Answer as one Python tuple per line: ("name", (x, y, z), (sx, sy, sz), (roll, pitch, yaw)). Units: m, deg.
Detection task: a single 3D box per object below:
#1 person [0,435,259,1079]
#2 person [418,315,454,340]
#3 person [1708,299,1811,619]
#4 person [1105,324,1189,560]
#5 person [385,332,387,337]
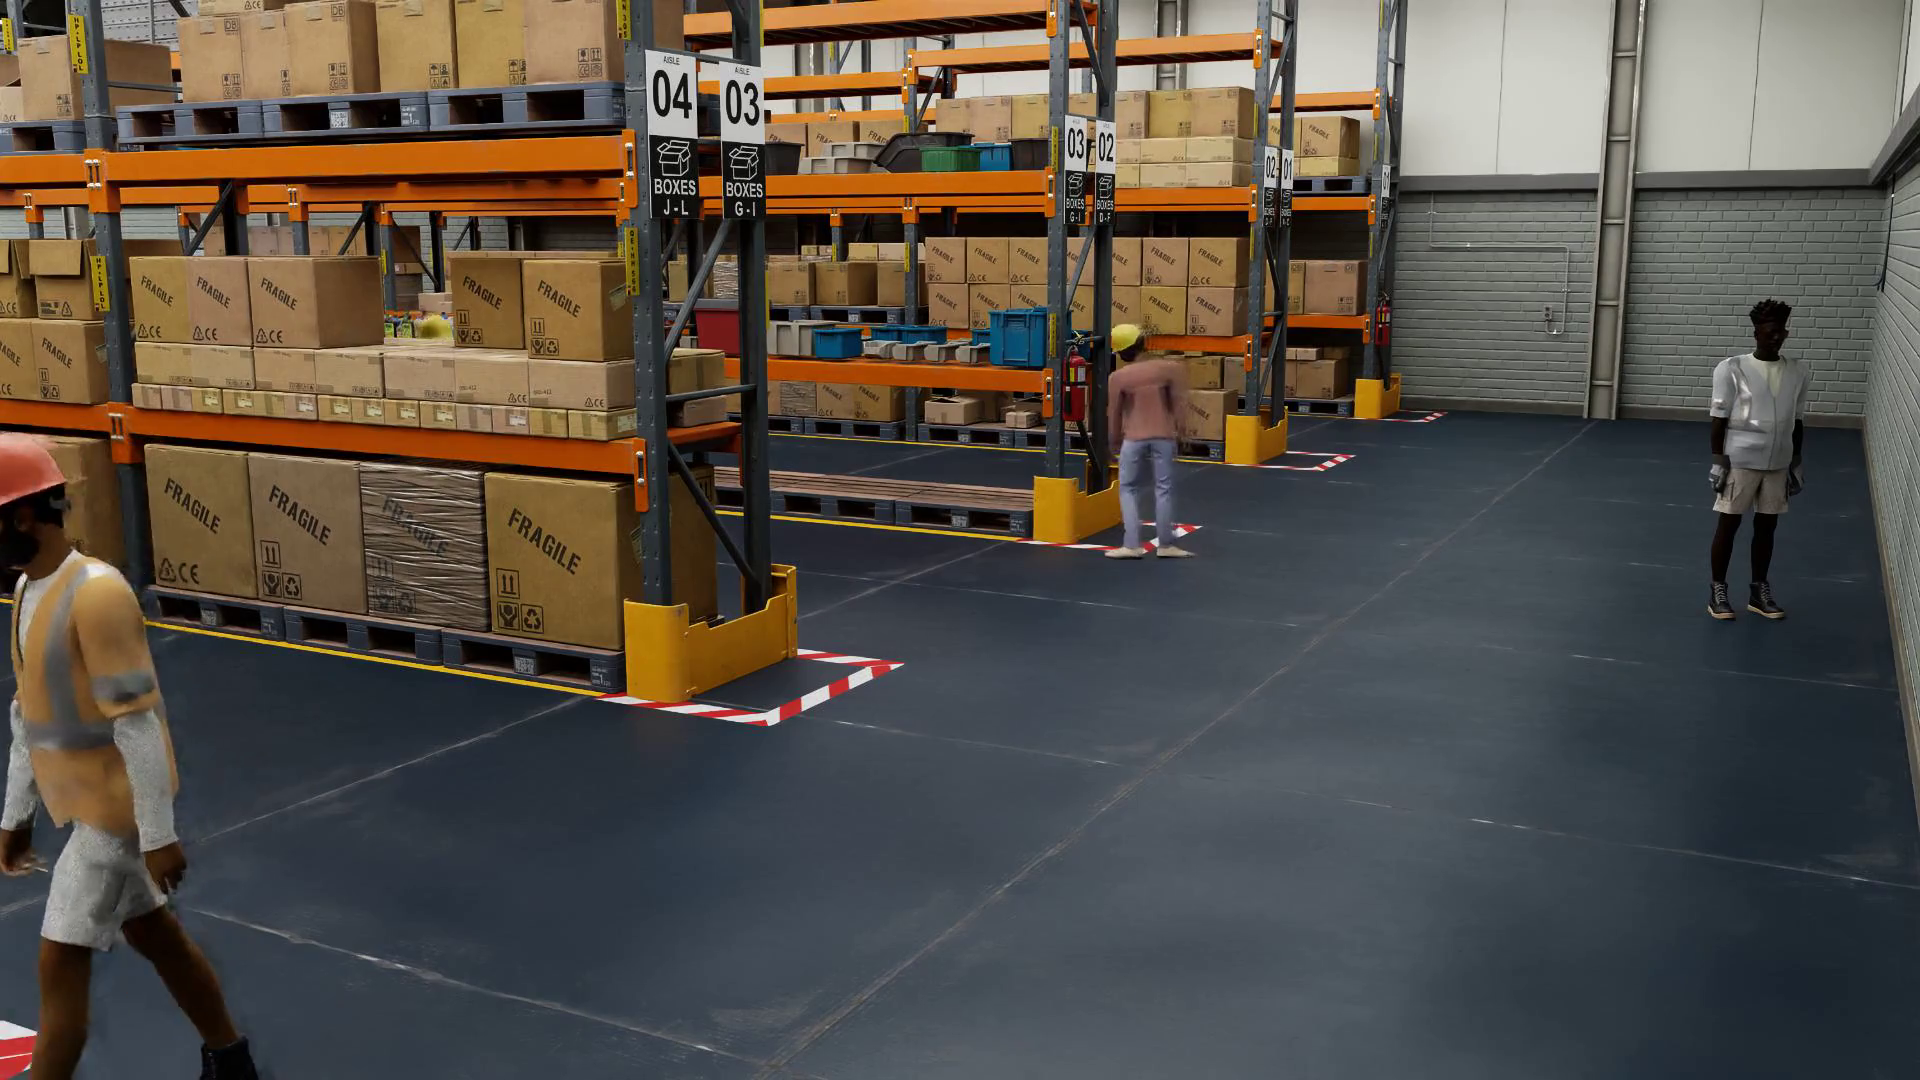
("person", (-2.222, 0.682, 4.123), (0.948, 1.866, 0.608), (-10, 14, -42))
("person", (-3.589, -0.672, 11.677), (0.913, 1.782, 0.608), (7, 13, 34))
("person", (4.897, -0.489, 10.216), (0.607, 1.966, 0.367), (-1, 10, -4))
("person", (1.392, -0.711, 12.112), (0.655, 1.719, 0.327), (-1, 10, -8))
("person", (-5.204, -1.245, 14.596), (0.332, 1.872, 0.514), (7, 13, 34))
